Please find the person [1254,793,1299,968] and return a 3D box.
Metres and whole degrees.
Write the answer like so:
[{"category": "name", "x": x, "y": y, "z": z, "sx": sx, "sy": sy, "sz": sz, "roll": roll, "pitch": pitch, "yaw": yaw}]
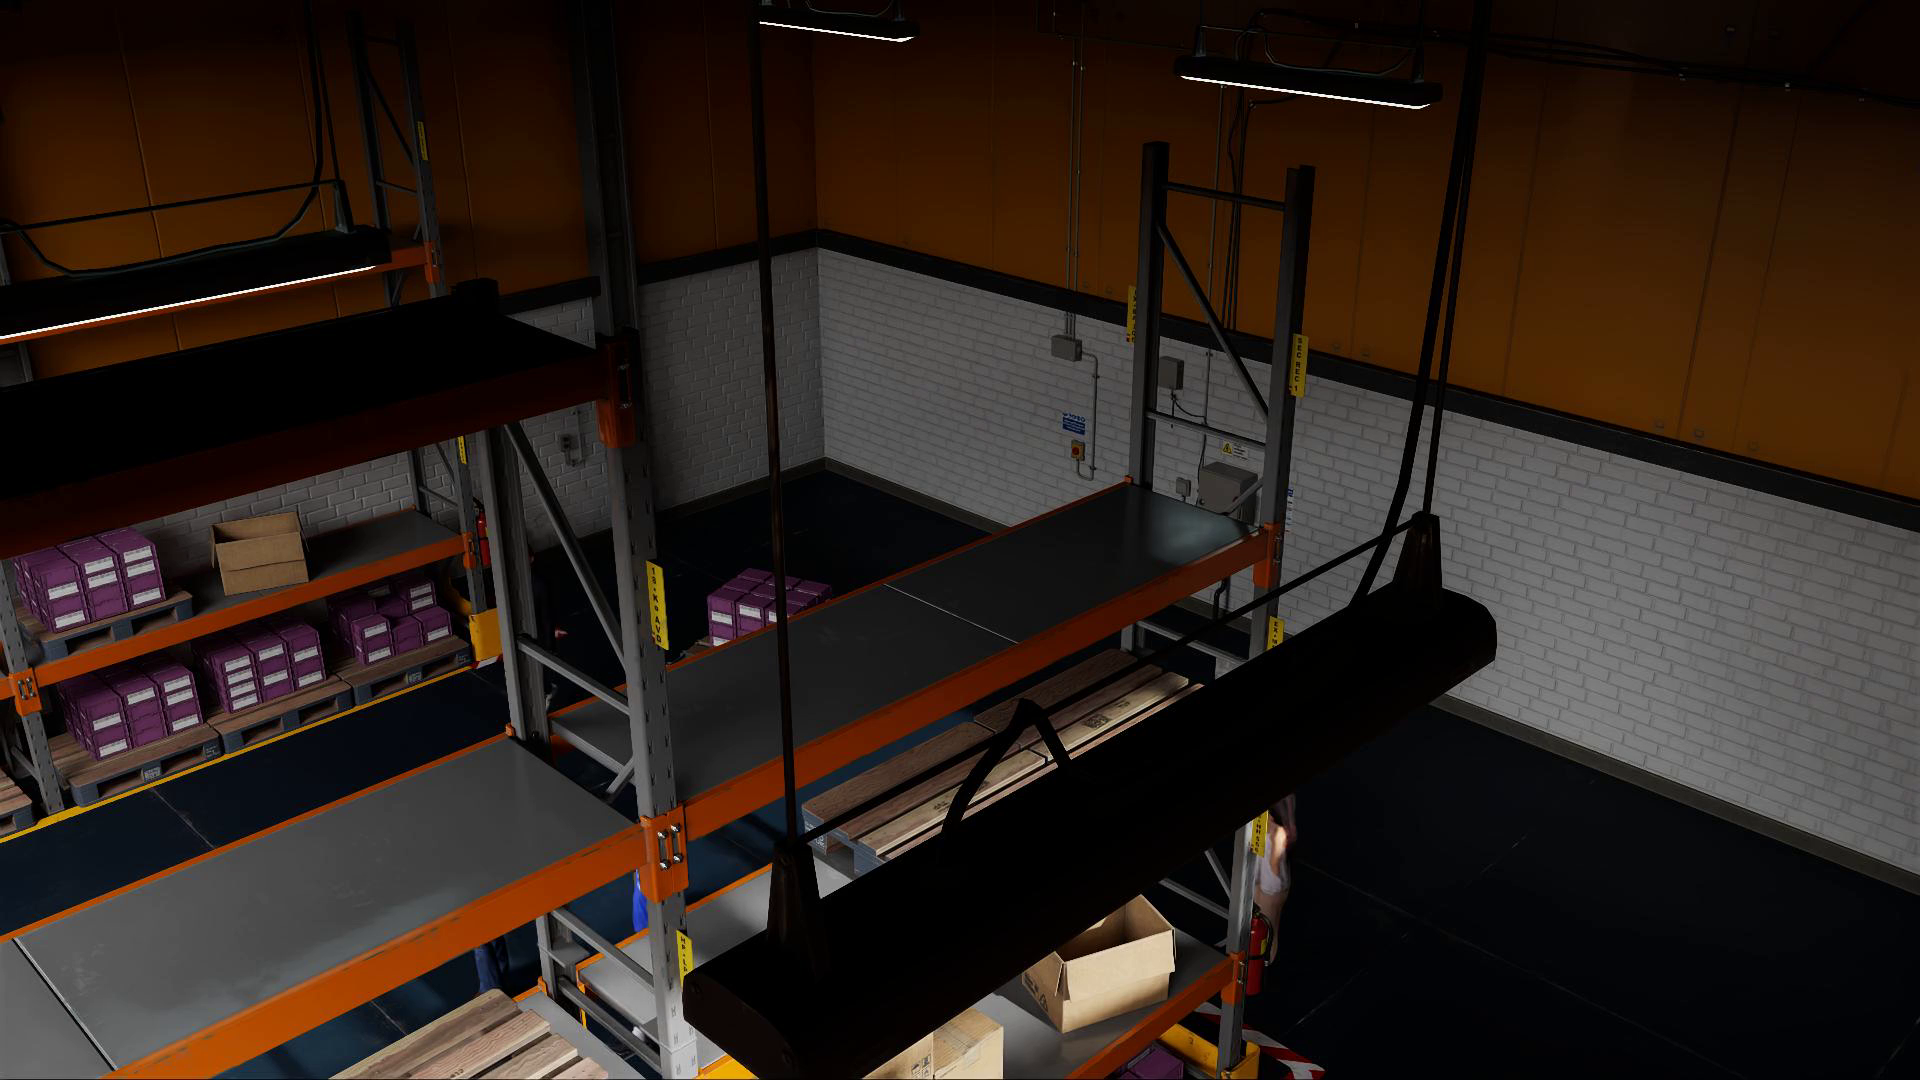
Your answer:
[{"category": "person", "x": 2.165, "y": 2.353, "z": 11.500, "sx": 0.670, "sy": 1.653, "sz": 0.730, "roll": -17, "pitch": 29, "yaw": -33}]
